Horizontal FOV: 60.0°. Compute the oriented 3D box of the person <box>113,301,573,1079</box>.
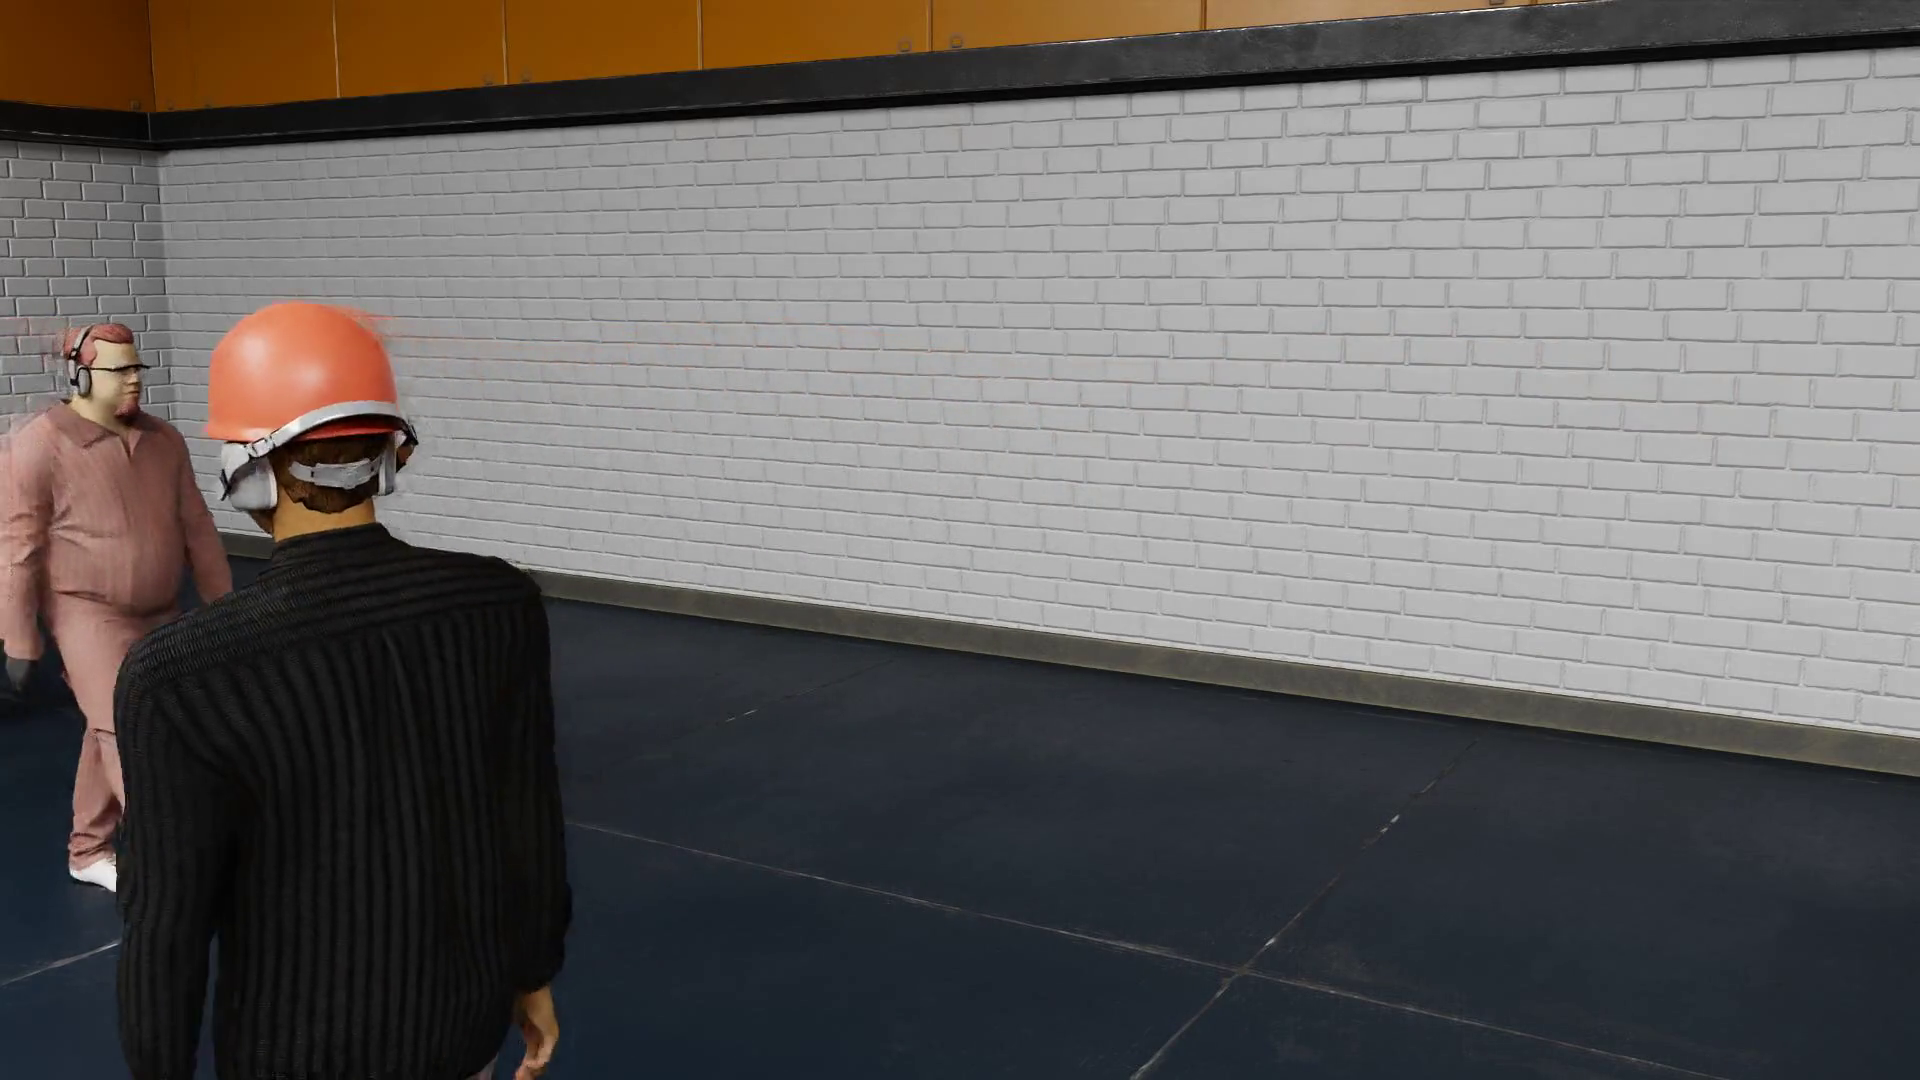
[{"bbox_3d":[-0.835,0.669,2.311,0.440,1.983,0.638,8,12,40],"label":"person"}]

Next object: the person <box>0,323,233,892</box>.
[{"bbox_3d":[-2.552,0.263,5.232,0.979,1.860,0.667,3,10,17],"label":"person"}]
